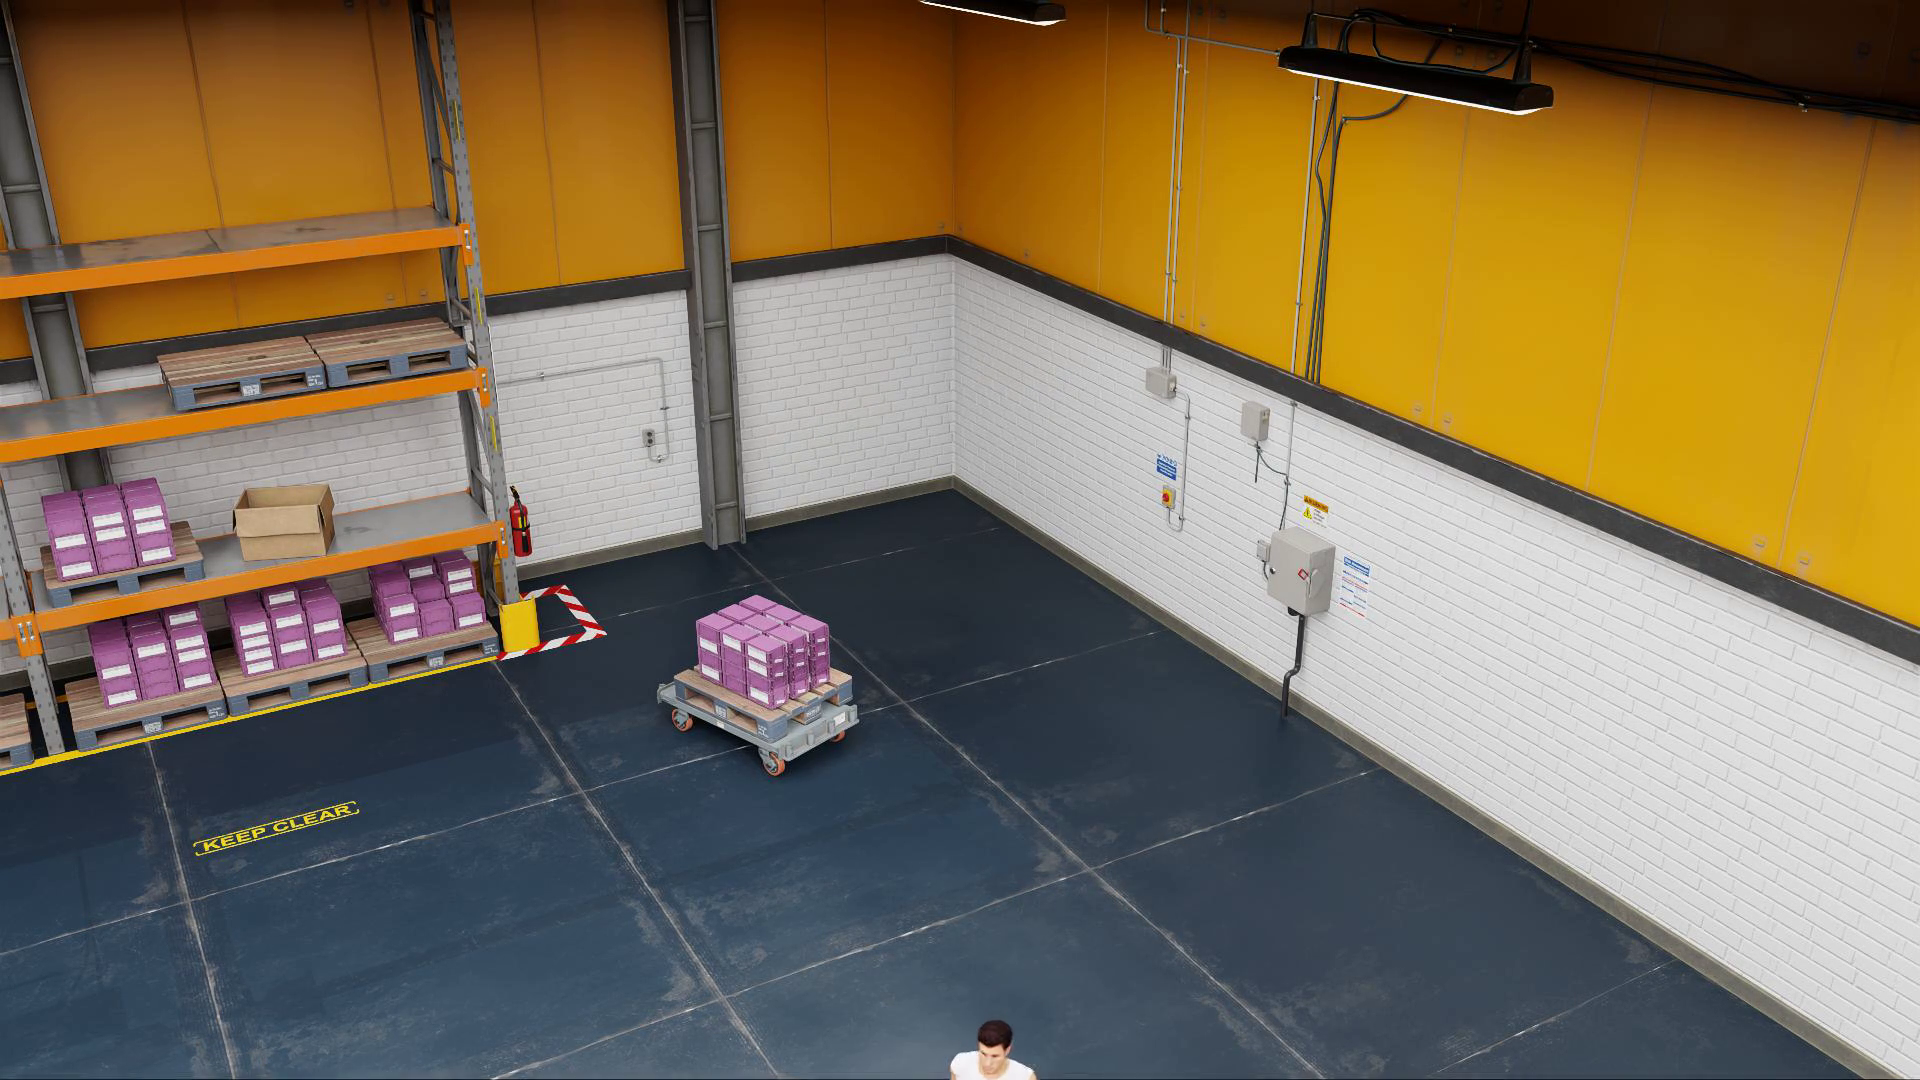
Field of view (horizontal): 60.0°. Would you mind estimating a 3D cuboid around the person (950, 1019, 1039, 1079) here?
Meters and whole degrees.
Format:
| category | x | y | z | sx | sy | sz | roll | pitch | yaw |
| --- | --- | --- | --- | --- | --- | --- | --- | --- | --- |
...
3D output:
| category | x | y | z | sx | sy | sz | roll | pitch | yaw |
| --- | --- | --- | --- | --- | --- | --- | --- | --- | --- |
| person | 0.202 | 3.202 | 8.852 | 0.819 | 1.773 | 0.869 | 9 | 25 | 21 |
